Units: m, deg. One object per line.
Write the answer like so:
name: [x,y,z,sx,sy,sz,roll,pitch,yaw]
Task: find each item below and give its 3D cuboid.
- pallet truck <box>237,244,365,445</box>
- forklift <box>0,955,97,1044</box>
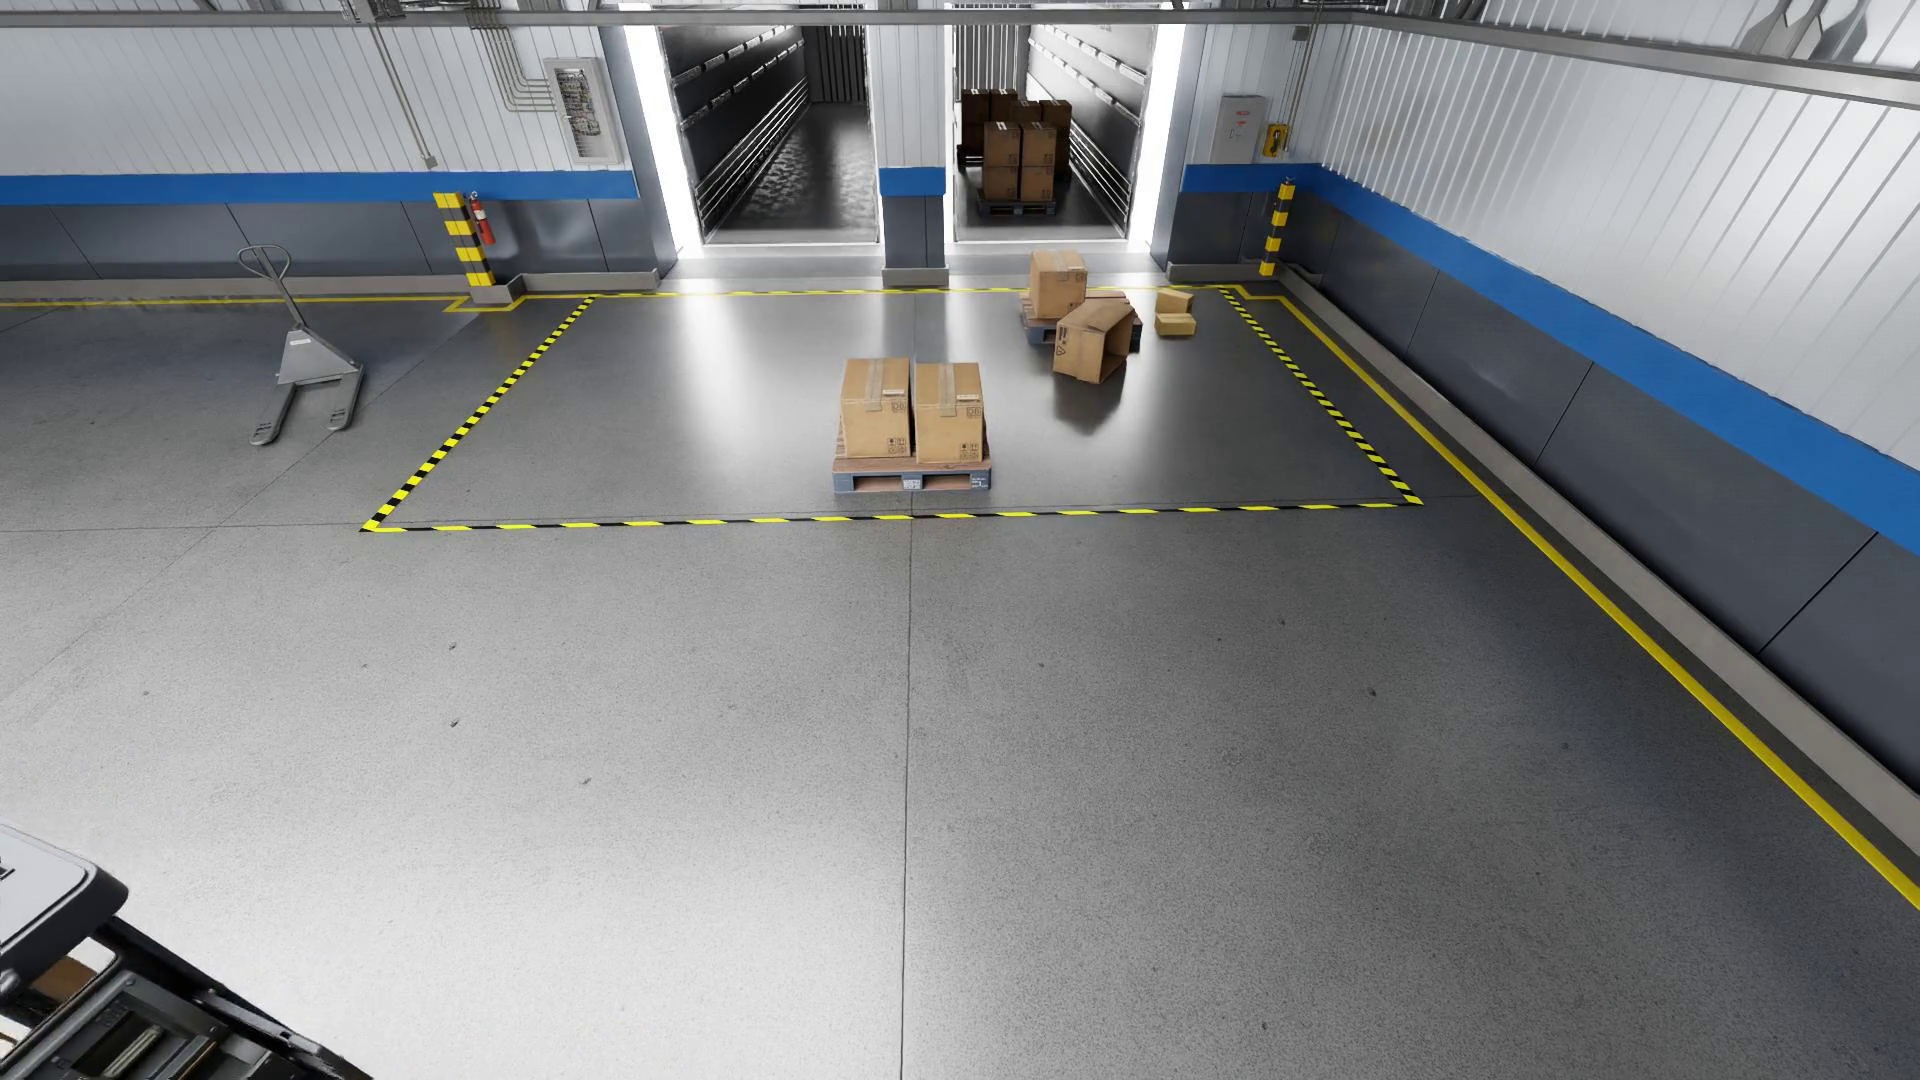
pallet truck: [-5.915,-1.733,6.366,0.680,1.201,1.601,-18,42,-21]
forklift: [-2.325,1.414,1.755,0.776,2.013,0.716,11,40,14]
